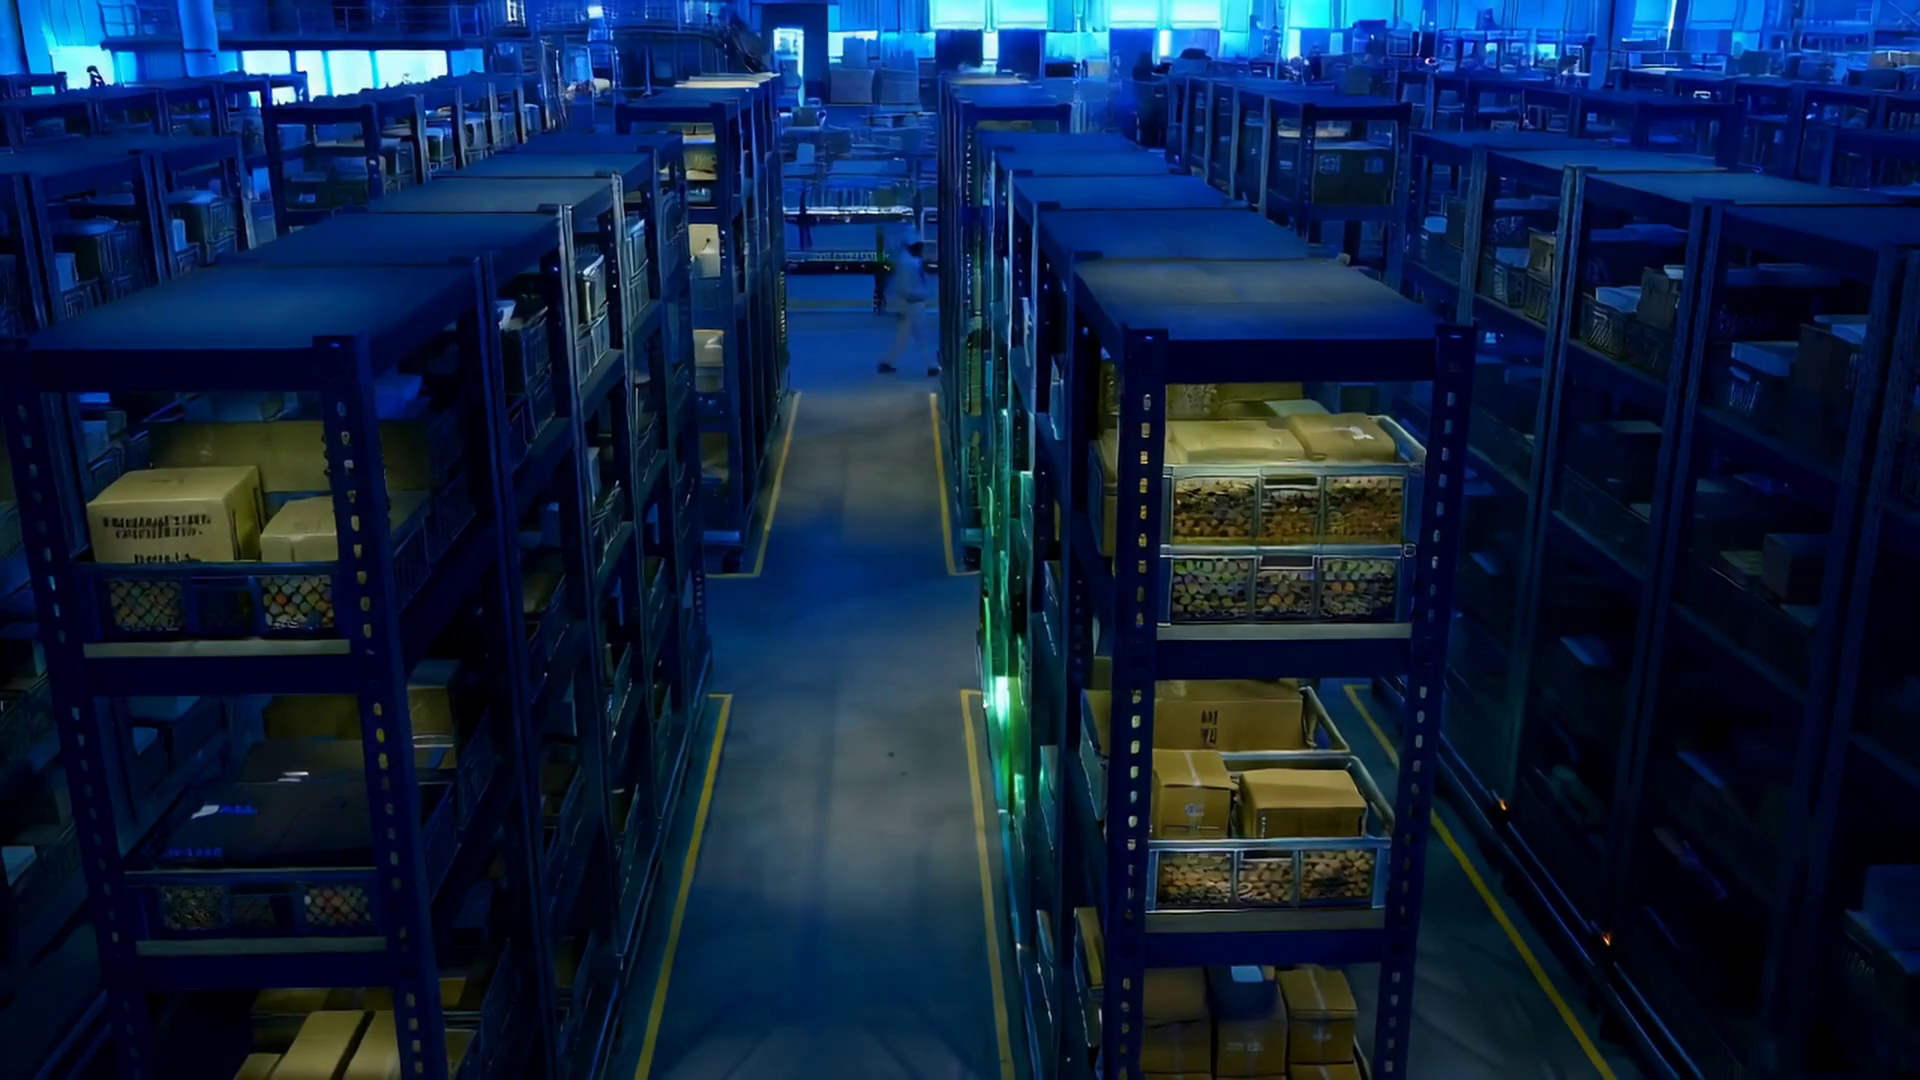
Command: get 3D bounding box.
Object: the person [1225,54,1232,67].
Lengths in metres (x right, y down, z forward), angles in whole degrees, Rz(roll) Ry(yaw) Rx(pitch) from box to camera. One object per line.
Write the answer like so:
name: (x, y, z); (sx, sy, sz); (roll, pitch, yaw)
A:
person: (14.072, -24.724, 87.620); (0.485, 1.721, 0.456); (3, 18, 9)

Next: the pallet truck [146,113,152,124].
pallet truck: (-18.087, -8.309, 36.390); (1.885, 1.965, 0.823); (-1, 18, -4)

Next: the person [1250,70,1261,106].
person: (10.564, -15.771, 59.496); (0.403, 1.987, 0.613); (-11, 21, -30)

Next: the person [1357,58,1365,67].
person: (19.823, -23.038, 82.483); (0.559, 1.673, 0.544); (-14, 23, -37)

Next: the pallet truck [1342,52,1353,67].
pallet truck: (18.794, -23.123, 82.231); (0.823, 1.965, 1.885); (-13, 22, -35)

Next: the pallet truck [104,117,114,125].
pallet truck: (-18.367, -7.885, 35.078); (1.885, 1.965, 0.823); (1, 18, 2)

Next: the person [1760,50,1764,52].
person: (41.785, -24.608, 86.926); (0.553, 1.934, 0.355); (-9, 20, -27)

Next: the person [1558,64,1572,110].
person: (24.872, -18.644, 68.571); (0.986, 1.870, 0.591); (-2, 18, -5)

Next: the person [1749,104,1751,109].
person: (30.956, -17.544, 65.251); (0.959, 1.829, 0.537); (-7, 19, -19)

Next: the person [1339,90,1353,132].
person: (11.962, -12.962, 51.224); (0.533, 1.724, 0.905); (2, 18, 5)

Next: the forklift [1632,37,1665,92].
forklift: (30.734, -21.042, 74.377); (1.129, 2.768, 1.873); (-1, 18, -2)

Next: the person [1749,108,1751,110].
person: (21.814, -11.507, 46.581); (0.599, 1.815, 0.722); (-5, 19, -15)

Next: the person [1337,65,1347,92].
person: (15.046, -17.718, 65.598); (0.365, 1.939, 0.542); (5, 19, 16)

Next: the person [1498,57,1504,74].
person: (26.251, -22.505, 80.606); (0.587, 1.825, 0.533); (0, 18, 0)

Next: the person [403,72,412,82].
person: (-20.311, -16.323, 61.386); (0.413, 1.871, 0.612); (-11, 21, -31)

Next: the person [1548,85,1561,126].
person: (19.557, -14.158, 54.939); (0.917, 1.722, 0.525); (14, 23, 37)

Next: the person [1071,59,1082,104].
person: (5.169, -20.280, 73.572); (0.477, 1.915, 0.631); (-10, 20, -28)

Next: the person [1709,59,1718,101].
person: (33.792, -20.608, 74.588); (0.753, 1.907, 0.648); (4, 18, 13)

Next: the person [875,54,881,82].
person: (-4.380, -26.778, 93.787); (1.028, 1.855, 0.648); (2, 18, 6)

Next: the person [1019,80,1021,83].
person: (1.841, -13.179, 51.423); (0.407, 2.029, 0.608); (-13, 22, -35)

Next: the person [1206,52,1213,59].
person: (13.116, -24.765, 87.594); (0.430, 1.837, 0.620); (-12, 21, -32)

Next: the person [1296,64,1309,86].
person: (13.454, -17.561, 64.949); (0.921, 2.000, 0.683); (5, 19, 16)

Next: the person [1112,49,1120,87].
person: (8.316, -25.138, 88.545); (0.405, 1.948, 0.605); (-5, 19, -15)

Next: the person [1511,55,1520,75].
person: (27.198, -22.821, 81.507); (1.040, 1.862, 0.581); (-1, 18, -3)

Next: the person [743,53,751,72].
person: (-11.166, -24.396, 86.488); (0.615, 1.807, 0.683); (3, 18, 11)

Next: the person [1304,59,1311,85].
person: (15.622, -20.798, 75.267); (0.503, 1.861, 0.328); (8, 20, 24)

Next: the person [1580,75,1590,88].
person: (21.635, -15.203, 57.845); (1.008, 1.913, 0.629); (-3, 18, -9)

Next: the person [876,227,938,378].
person: (-0.590, -2.814, 19.728); (0.921, 1.789, 0.609); (1, 18, 4)

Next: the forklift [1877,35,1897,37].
forklift: (44.184, -22.804, 79.832); (1.129, 2.768, 1.873); (-1, 18, -2)

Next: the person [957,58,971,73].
person: (0.167, -20.709, 74.856); (0.627, 1.940, 0.372); (3, 18, 8)
